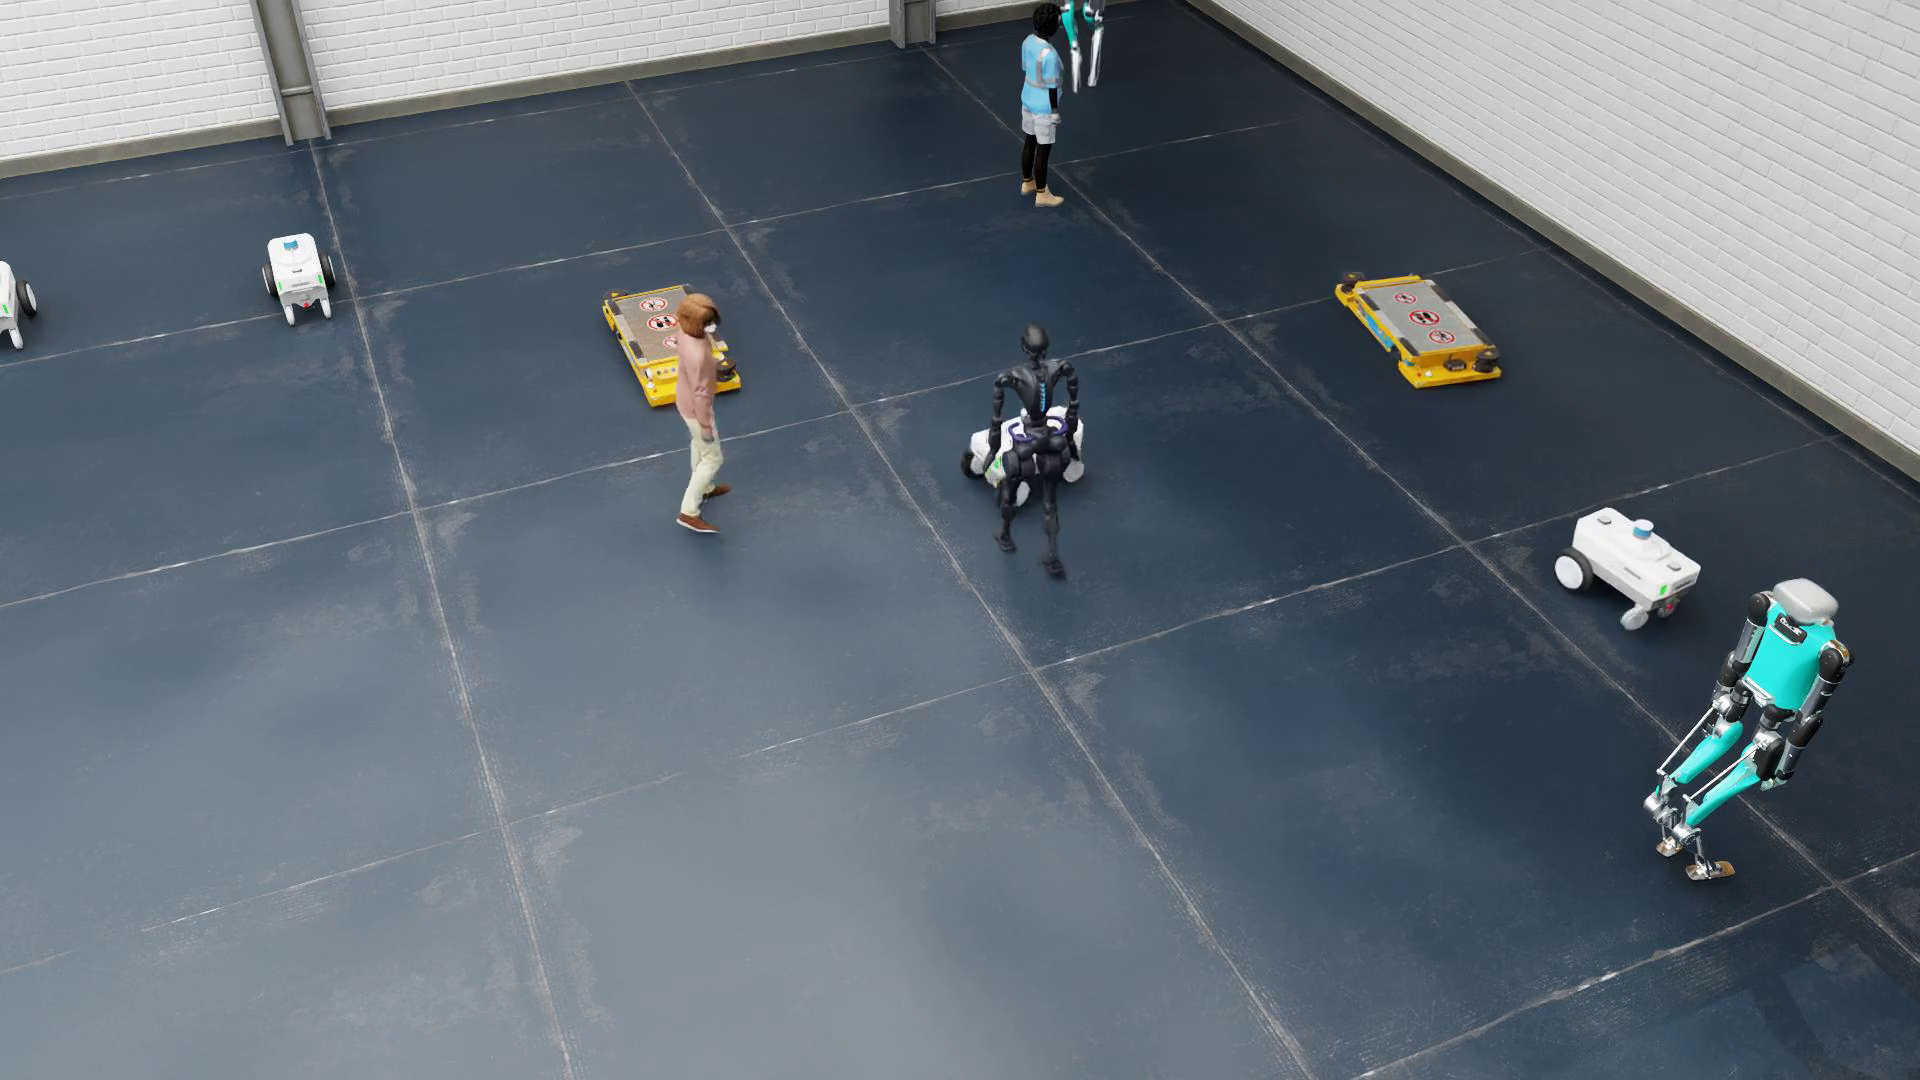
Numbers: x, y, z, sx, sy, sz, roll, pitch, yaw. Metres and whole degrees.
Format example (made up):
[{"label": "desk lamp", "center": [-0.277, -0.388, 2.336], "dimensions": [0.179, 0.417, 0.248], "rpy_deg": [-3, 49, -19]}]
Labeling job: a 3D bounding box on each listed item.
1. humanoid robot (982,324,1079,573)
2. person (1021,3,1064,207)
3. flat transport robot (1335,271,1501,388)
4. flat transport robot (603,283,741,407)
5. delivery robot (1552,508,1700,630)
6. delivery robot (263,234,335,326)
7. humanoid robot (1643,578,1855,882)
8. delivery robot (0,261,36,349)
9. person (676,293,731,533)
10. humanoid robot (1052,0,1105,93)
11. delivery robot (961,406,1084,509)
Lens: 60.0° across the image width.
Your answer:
[{"label": "humanoid robot", "center": [0.437, -0.567, 9.870], "dimensions": [0.596, 1.637, 0.608], "rpy_deg": [-12, 39, -15]}, {"label": "person", "center": [0.684, -3.609, 13.799], "dimensions": [0.319, 1.695, 0.532], "rpy_deg": [-14, 40, -18]}, {"label": "flat transport robot", "center": [3.386, -1.595, 12.350], "dimensions": [0.659, 0.231, 1.431], "rpy_deg": [-8, 38, -11]}, {"label": "flat transport robot", "center": [-2.132, -1.463, 12.179], "dimensions": [0.659, 0.231, 1.431], "rpy_deg": [-15, 40, -18]}, {"label": "delivery robot", "center": [3.973, 0.129, 9.847], "dimensions": [0.503, 0.566, 0.733], "rpy_deg": [-20, 42, -24]}, {"label": "delivery robot", "center": [-5.043, -2.040, 12.671], "dimensions": [0.499, 0.566, 0.739], "rpy_deg": [-15, 40, -18]}, {"label": "humanoid robot", "center": [3.545, 0.941, 7.740], "dimensions": [0.735, 1.671, 0.533], "rpy_deg": [-15, 40, -18]}, {"label": "delivery robot", "center": [-7.190, -1.765, 12.312], "dimensions": [0.499, 0.566, 0.739], "rpy_deg": [-15, 40, -18]}, {"label": "person", "center": [-1.629, -0.835, 10.255], "dimensions": [0.419, 1.617, 0.642], "rpy_deg": [-10, 39, -12]}, {"label": "humanoid robot", "center": [1.159, -5.036, 15.732], "dimensions": [0.536, 1.879, 0.842], "rpy_deg": [11, 39, 14]}, {"label": "delivery robot", "center": [0.429, -0.582, 10.792], "dimensions": [0.793, 0.590, 0.499], "rpy_deg": [-20, 42, -24]}]
